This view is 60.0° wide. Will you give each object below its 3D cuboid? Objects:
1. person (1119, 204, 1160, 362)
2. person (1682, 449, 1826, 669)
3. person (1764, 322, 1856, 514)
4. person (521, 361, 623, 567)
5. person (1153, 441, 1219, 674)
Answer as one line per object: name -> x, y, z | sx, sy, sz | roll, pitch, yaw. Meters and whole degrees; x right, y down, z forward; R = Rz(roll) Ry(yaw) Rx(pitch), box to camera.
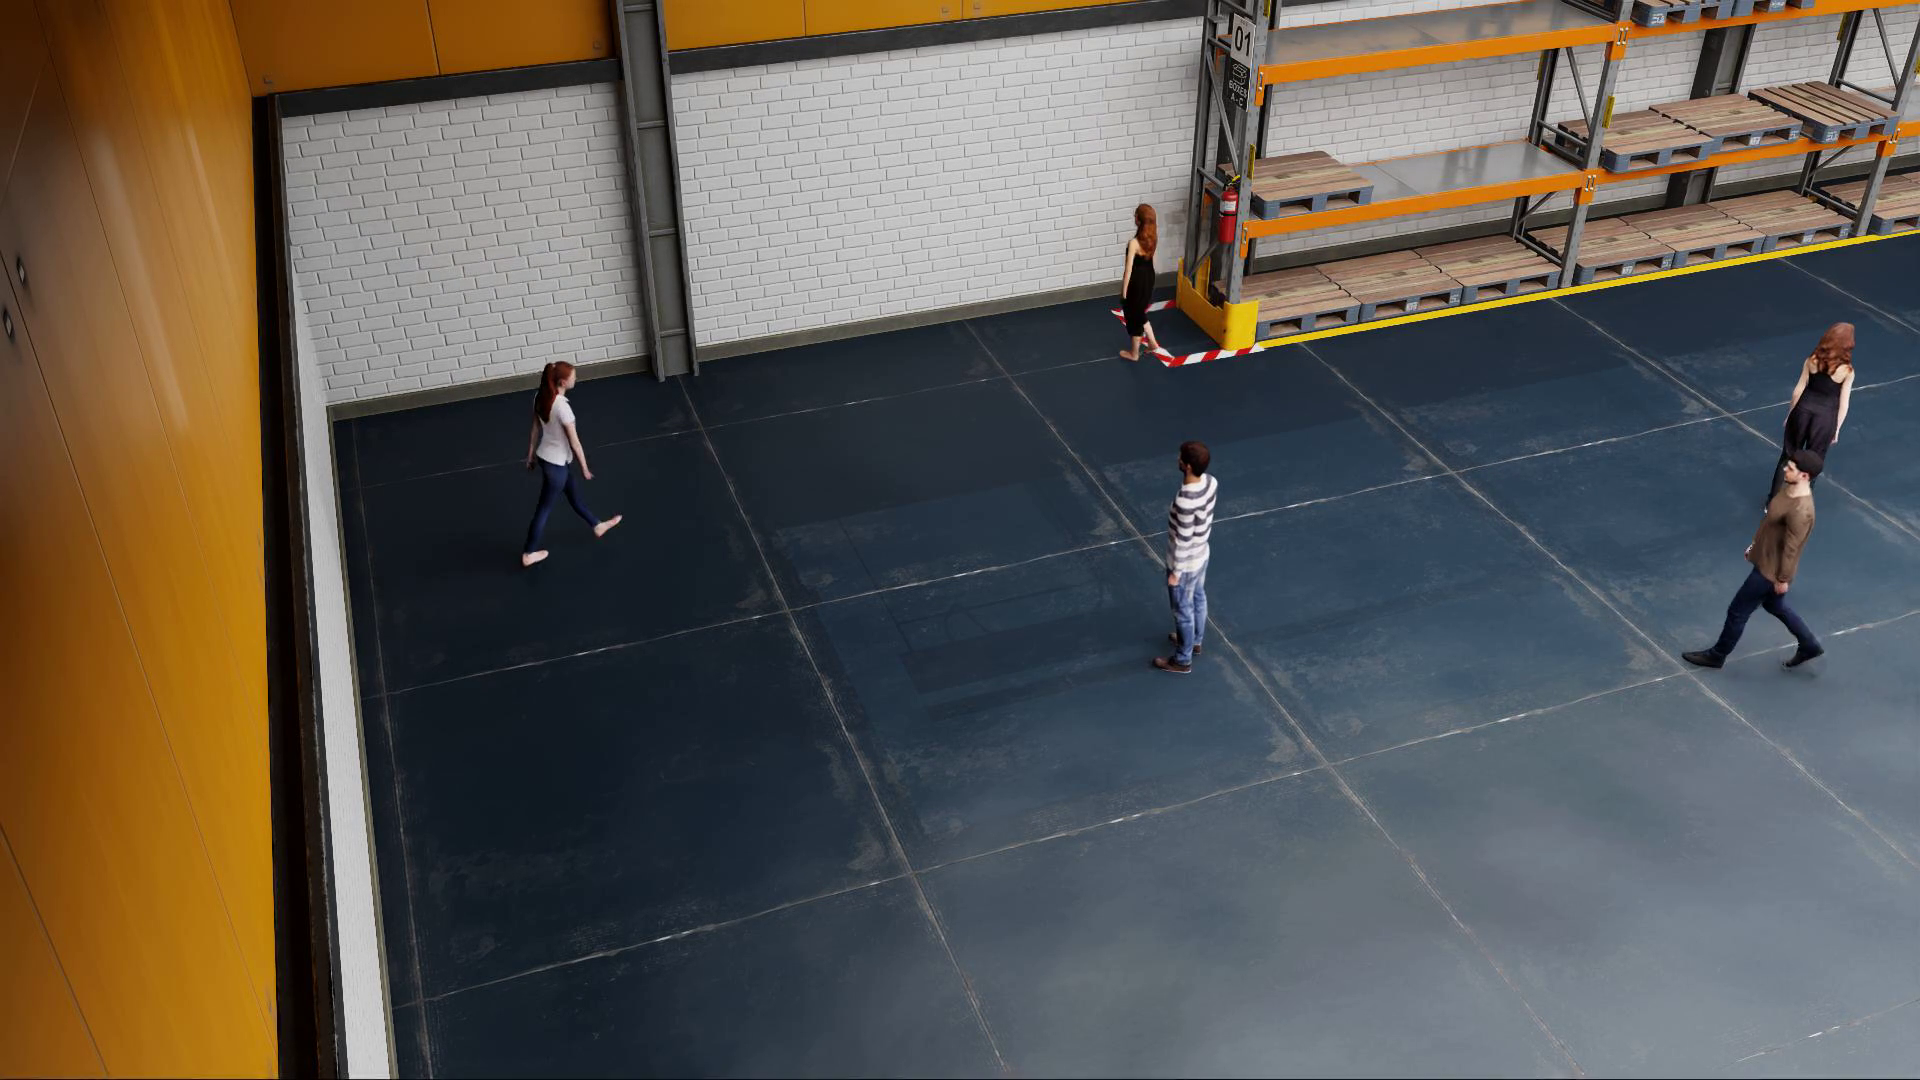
person -> 1.773, -2.410, 15.815 | 0.795, 1.619, 0.751 | 27, 42, 34
person -> 5.808, 0.182, 11.700 | 1.240, 1.859, 1.110 | 10, 35, 15
person -> 6.934, -0.968, 13.532 | 0.655, 1.746, 0.660 | 25, 41, 32
person -> -3.253, -0.544, 12.960 | 0.855, 1.671, 1.204 | 28, 43, 36
person -> 1.634, 0.117, 11.802 | 0.781, 1.854, 0.696 | 18, 38, 25
